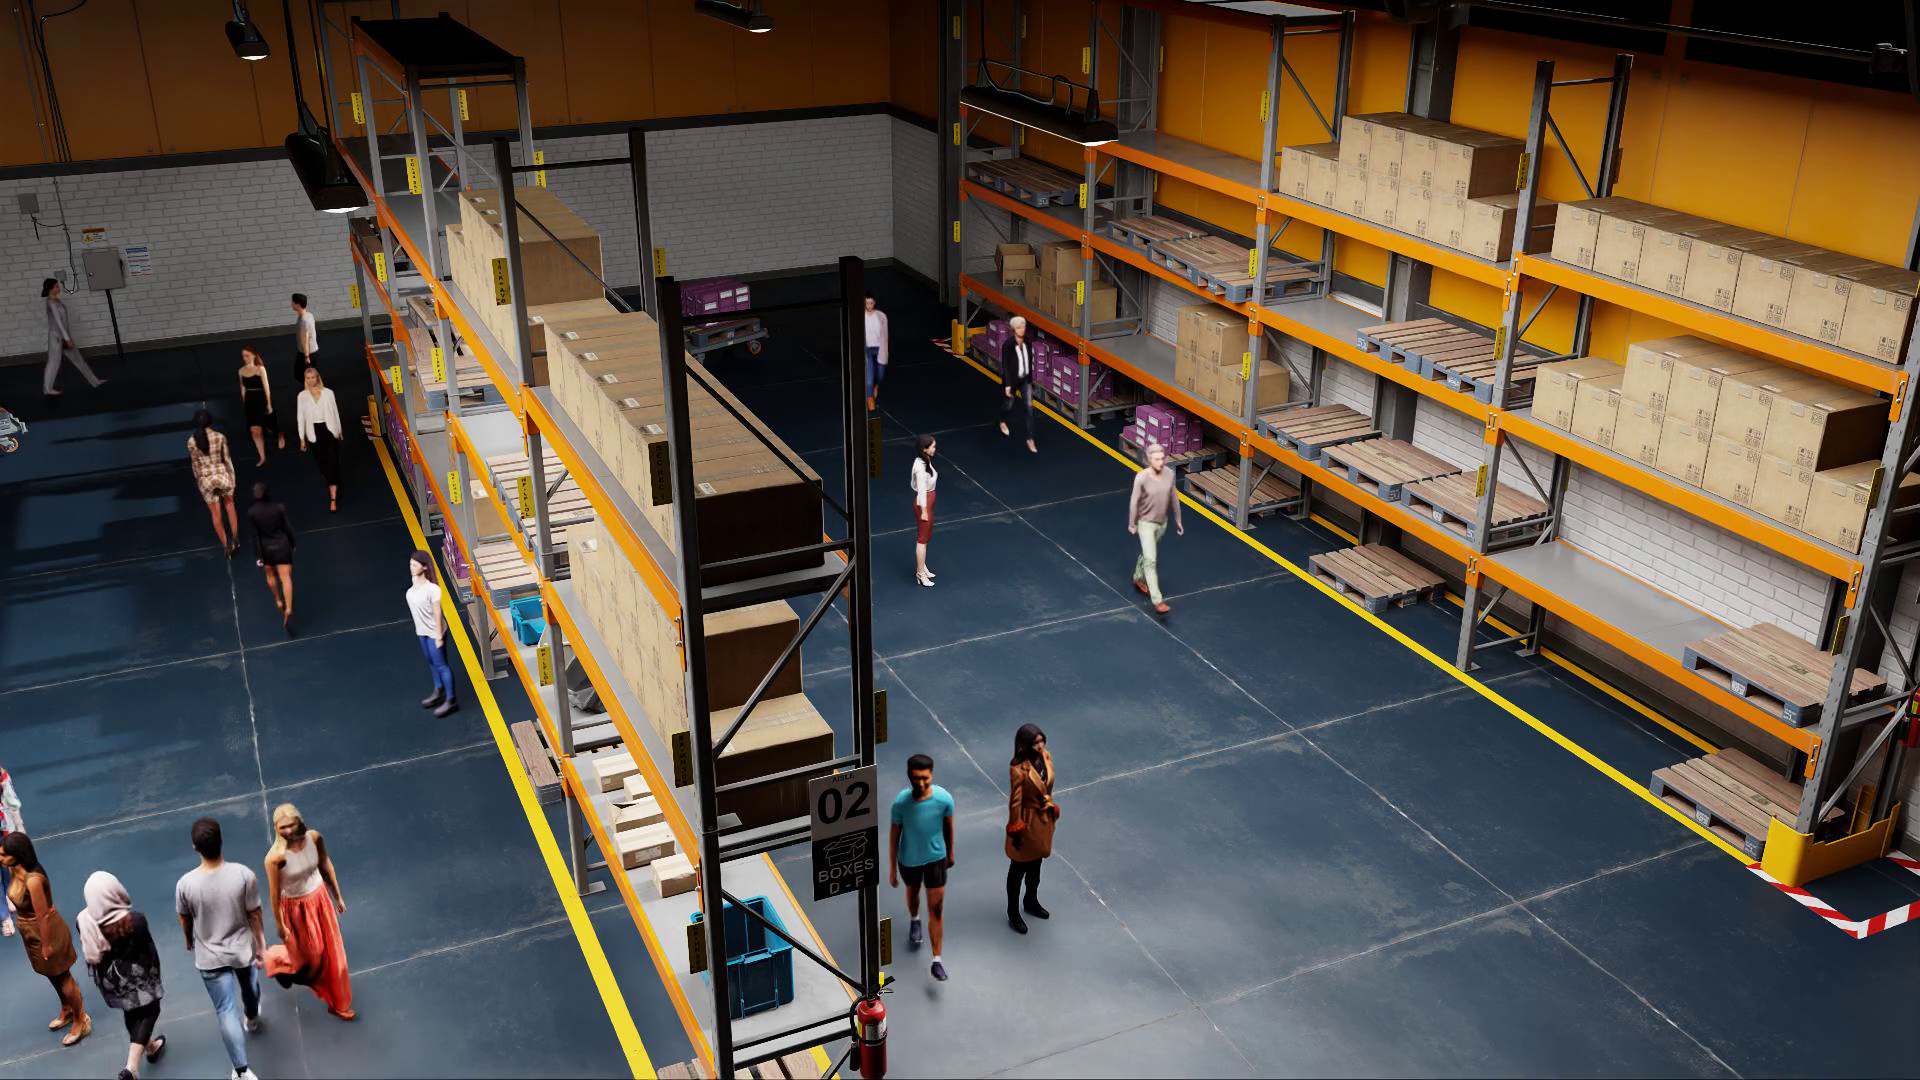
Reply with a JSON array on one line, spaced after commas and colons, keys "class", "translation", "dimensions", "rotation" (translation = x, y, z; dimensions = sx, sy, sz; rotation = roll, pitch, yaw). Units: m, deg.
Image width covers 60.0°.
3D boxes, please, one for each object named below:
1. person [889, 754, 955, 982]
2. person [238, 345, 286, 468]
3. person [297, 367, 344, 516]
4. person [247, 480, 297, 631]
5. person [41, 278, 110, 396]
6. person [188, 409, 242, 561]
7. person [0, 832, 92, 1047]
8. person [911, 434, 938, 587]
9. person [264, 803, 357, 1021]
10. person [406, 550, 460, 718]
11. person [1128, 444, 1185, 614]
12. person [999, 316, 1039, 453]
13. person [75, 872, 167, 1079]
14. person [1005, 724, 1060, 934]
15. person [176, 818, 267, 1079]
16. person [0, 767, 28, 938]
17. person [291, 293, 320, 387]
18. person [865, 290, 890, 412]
[{"class": "person", "translation": [-0.300, 2.333, 12.403], "dimensions": [0.899, 1.732, 1.202], "rotation": [-3, 24, -6]}, {"class": "person", "translation": [-9.245, -1.811, 22.035], "dimensions": [0.832, 1.609, 0.980], "rotation": [2, 24, 6]}, {"class": "person", "translation": [-7.860, -1.254, 20.516], "dimensions": [0.758, 1.806, 1.189], "rotation": [-7, 25, -15]}, {"class": "person", "translation": [-7.189, 0.184, 17.475], "dimensions": [0.656, 1.606, 1.043], "rotation": [-7, 24, -15]}, {"class": "person", "translation": [-13.364, -2.948, 24.496], "dimensions": [0.750, 1.720, 1.072], "rotation": [-8, 25, -18]}, {"class": "person", "translation": [-8.526, -0.599, 19.058], "dimensions": [0.578, 1.773, 0.654], "rotation": [-11, 26, -24]}, {"class": "person", "translation": [-6.348, 2.738, 11.533], "dimensions": [0.585, 1.686, 0.694], "rotation": [18, 29, 35]}, {"class": "person", "translation": [-0.394, -0.344, 18.500], "dimensions": [0.732, 1.752, 0.610], "rotation": [2, 24, 4]}, {"class": "person", "translation": [-4.690, 2.593, 11.739], "dimensions": [1.088, 1.787, 0.974], "rotation": [12, 26, 25]}, {"class": "person", "translation": [-5.009, 0.871, 15.810], "dimensions": [0.713, 1.682, 0.557], "rotation": [-19, 30, -37]}, {"class": "person", "translation": [2.045, -0.182, 18.041], "dimensions": [0.692, 1.823, 1.223], "rotation": [-11, 26, -24]}, {"class": "person", "translation": [0.732, -2.025, 21.203], "dimensions": [0.730, 1.740, 1.104], "rotation": [-9, 25, -19]}, {"class": "person", "translation": [-5.610, 2.955, 11.120], "dimensions": [0.847, 1.619, 1.028], "rotation": [-1, 24, -3]}, {"class": "person", "translation": [0.535, 2.184, 12.760], "dimensions": [0.751, 1.719, 0.713], "rotation": [-21, 31, -39]}, {"class": "person", "translation": [-4.921, 2.806, 11.177], "dimensions": [0.665, 1.845, 1.180], "rotation": [-11, 26, -23]}, {"class": "person", "translation": [-7.524, 2.211, 12.863], "dimensions": [0.793, 1.586, 0.993], "rotation": [-20, 31, -38]}, {"class": "person", "translation": [-9.332, -2.717, 23.982], "dimensions": [0.765, 1.710, 0.663], "rotation": [-3, 24, -6]}, {"class": "person", "translation": [-1.282, -2.775, 24.099], "dimensions": [0.829, 1.722, 1.071], "rotation": [-4, 24, -9]}]
